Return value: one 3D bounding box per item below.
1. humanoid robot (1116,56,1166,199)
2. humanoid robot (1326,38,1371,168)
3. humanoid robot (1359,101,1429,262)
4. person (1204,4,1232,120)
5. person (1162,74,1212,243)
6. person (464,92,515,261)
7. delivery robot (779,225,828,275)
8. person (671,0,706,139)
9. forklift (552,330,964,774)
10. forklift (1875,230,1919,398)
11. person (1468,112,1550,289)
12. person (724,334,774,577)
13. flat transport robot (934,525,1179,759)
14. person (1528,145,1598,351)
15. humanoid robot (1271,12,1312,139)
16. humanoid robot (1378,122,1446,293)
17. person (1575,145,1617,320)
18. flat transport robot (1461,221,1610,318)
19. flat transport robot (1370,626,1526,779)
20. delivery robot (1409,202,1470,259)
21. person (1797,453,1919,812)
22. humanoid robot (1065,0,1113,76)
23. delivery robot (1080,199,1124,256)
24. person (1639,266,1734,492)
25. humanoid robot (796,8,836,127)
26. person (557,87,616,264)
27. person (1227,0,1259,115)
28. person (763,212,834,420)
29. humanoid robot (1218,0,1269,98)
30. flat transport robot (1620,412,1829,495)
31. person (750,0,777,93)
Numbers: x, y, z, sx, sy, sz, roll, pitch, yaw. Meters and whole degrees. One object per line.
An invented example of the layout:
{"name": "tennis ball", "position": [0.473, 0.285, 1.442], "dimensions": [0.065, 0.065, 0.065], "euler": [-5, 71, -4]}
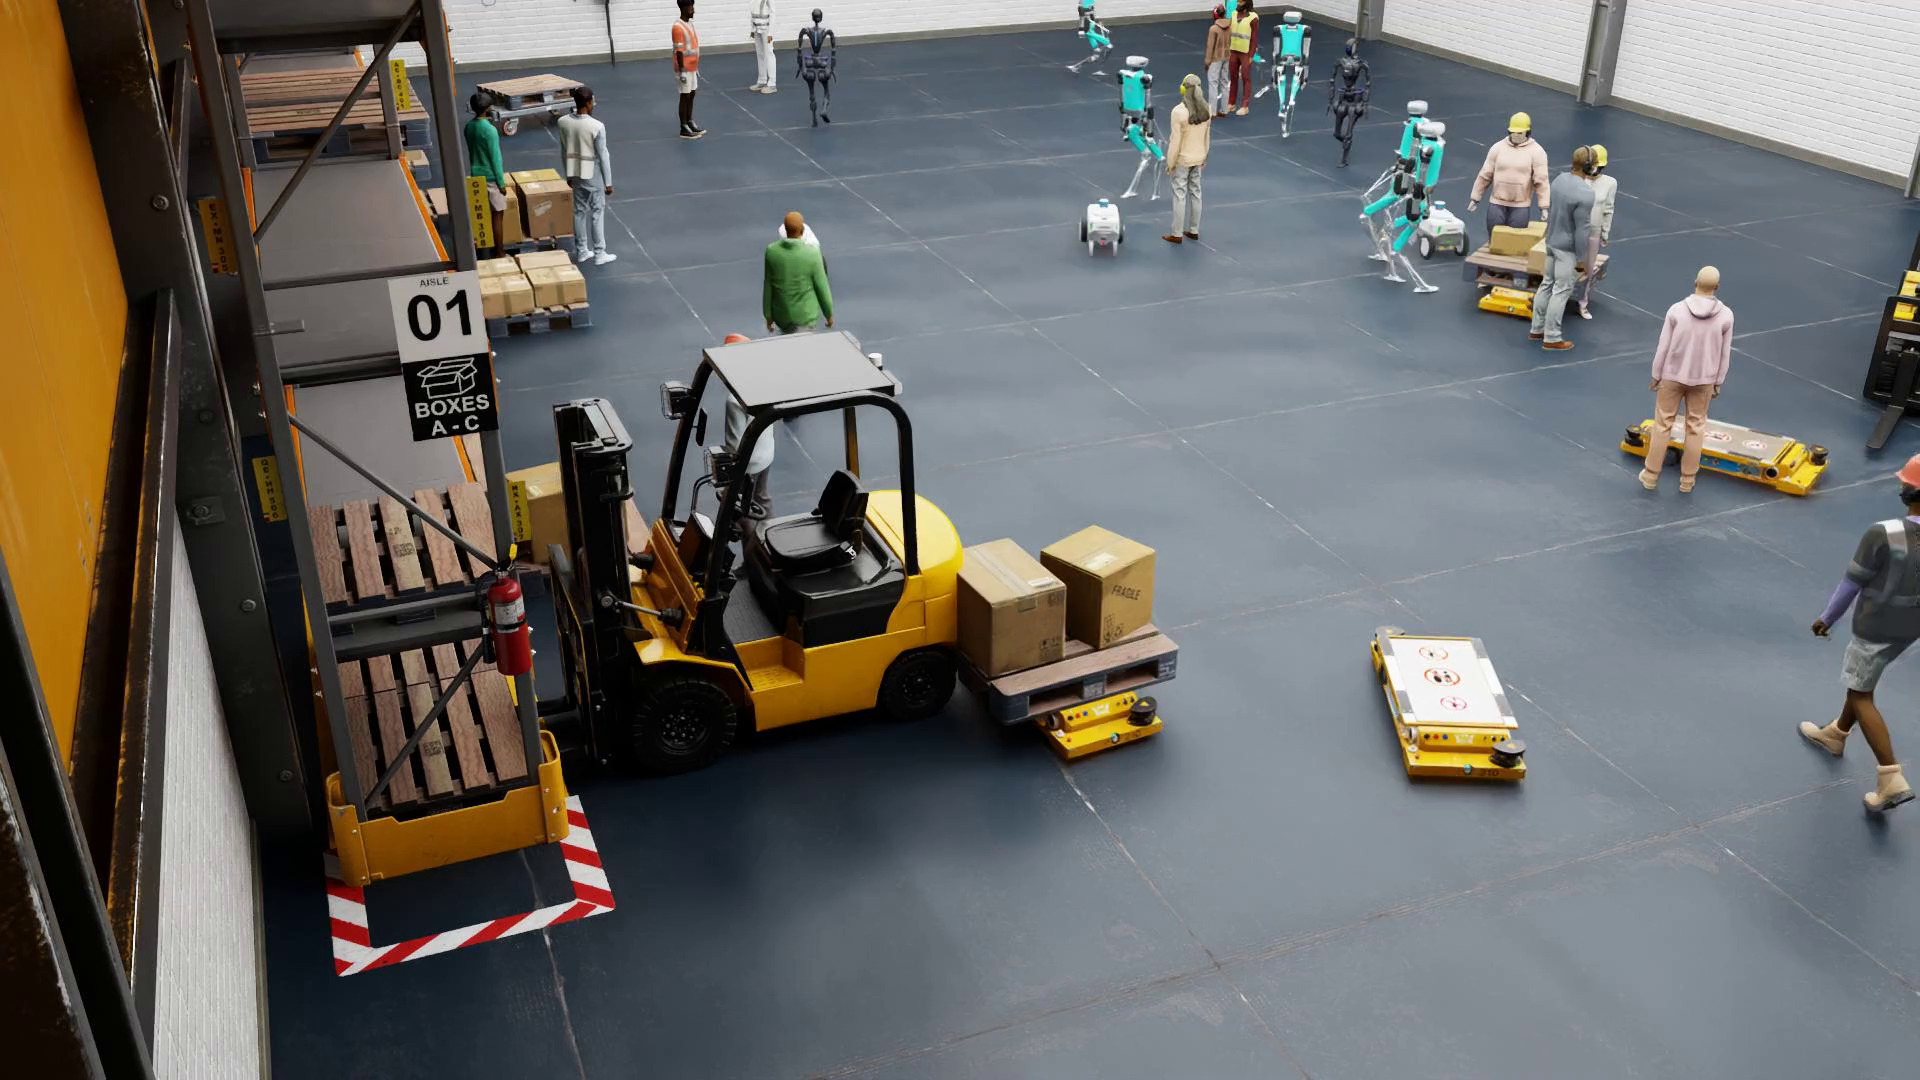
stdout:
{"name": "humanoid robot", "position": [2.294, -5.051, 20.404], "dimensions": [0.776, 1.782, 0.530], "euler": [-21, 34, -36]}
{"name": "humanoid robot", "position": [5.172, -5.791, 21.961], "dimensions": [0.612, 1.640, 0.637], "euler": [18, 32, 32]}
{"name": "humanoid robot", "position": [4.616, -3.861, 18.030], "dimensions": [0.732, 1.778, 0.548], "euler": [3, 27, 6]}
{"name": "person", "position": [3.788, -7.007, 24.396], "dimensions": [0.462, 1.647, 0.308], "euler": [-20, 33, -34]}
{"name": "person", "position": [2.569, -4.276, 18.706], "dimensions": [0.565, 1.876, 0.405], "euler": [-16, 31, -29]}
{"name": "person", "position": [-5.110, -3.893, 17.981], "dimensions": [0.496, 1.843, 0.404], "euler": [21, 33, 35]}
{"name": "delivery robot", "position": [-1.729, -3.148, 17.924], "dimensions": [0.499, 0.589, 0.785], "euler": [-7, 28, -13]}
{"name": "person", "position": [-3.823, -6.636, 23.316], "dimensions": [0.369, 1.958, 0.596], "euler": [6, 27, 11]}
{"name": "forklift", "position": [-1.094, 0.010, 9.831], "dimensions": [2.313, 2.155, 1.214], "euler": [-10, 28, -20]}
{"name": "forklift", "position": [9.029, -2.397, 14.618], "dimensions": [1.214, 2.155, 2.313], "euler": [18, 32, 32]}
{"name": "person", "position": [5.680, -3.487, 17.161], "dimensions": [0.811, 1.855, 0.436], "euler": [15, 30, 27]}
{"name": "person", "position": [-1.475, -0.589, 11.524], "dimensions": [0.350, 1.737, 0.572], "euler": [9, 28, 17]}
{"name": "flat transport robot", "position": [0.577, 0.856, 10.284], "dimensions": [0.659, 0.231, 1.431], "euler": [-13, 29, -24]}
{"name": "person", "position": [5.666, -2.725, 15.564], "dimensions": [0.366, 1.931, 0.629], "euler": [-4, 27, -9]}
{"name": "humanoid robot", "position": [4.547, -6.394, 23.109], "dimensions": [0.551, 1.743, 1.047], "euler": [7, 28, 14]}
{"name": "humanoid robot", "position": [4.623, -3.438, 17.223], "dimensions": [0.849, 1.799, 0.551], "euler": [14, 30, 26]}
{"name": "person", "position": [6.109, -3.004, 16.312], "dimensions": [0.517, 1.759, 0.352], "euler": [-1, 27, -2]}
{"name": "flat transport robot", "position": [5.908, -2.604, 17.167], "dimensions": [0.659, 0.231, 1.431], "euler": [17, 31, 30]}
{"name": "flat transport robot", "position": [2.930, 0.965, 10.068], "dimensions": [0.659, 0.231, 1.431], "euler": [2, 27, 3]}
{"name": "delivery robot", "position": [5.334, -3.456, 18.564], "dimensions": [0.499, 0.613, 0.803], "euler": [-5, 27, -10]}
{"name": "person", "position": [5.126, 0.486, 9.091], "dimensions": [0.600, 2.012, 0.943], "euler": [-6, 27, -12]}
{"name": "humanoid robot", "position": [2.191, -8.316, 26.911], "dimensions": [1.011, 1.741, 0.562], "euler": [12, 29, 22]}
{"name": "delivery robot", "position": [1.607, -3.535, 18.704], "dimensions": [0.499, 0.598, 0.779], "euler": [1, 27, 2]}
{"name": "person", "position": [5.562, -1.215, 12.717], "dimensions": [0.535, 1.781, 0.400], "euler": [7, 28, 14]}
{"name": "humanoid robot", "position": [-2.081, -6.796, 23.941], "dimensions": [0.594, 1.650, 0.378], "euler": [0, 27, 1]}
{"name": "person", "position": [-4.028, -3.925, 17.977], "dimensions": [0.596, 1.907, 0.410], "euler": [11, 29, 21]}
{"name": "person", "position": [4.184, -7.227, 24.689], "dimensions": [0.476, 1.769, 0.358], "euler": [23, 35, 38]}
{"name": "person", "position": [-1.370, -1.959, 14.259], "dimensions": [0.572, 1.733, 0.963], "euler": [8, 28, 16]}
{"name": "humanoid robot", "position": [4.467, -7.665, 25.673], "dimensions": [1.029, 1.785, 0.542], "euler": [-10, 28, -18]}
{"name": "flat transport robot", "position": [6.164, -0.724, 13.427], "dimensions": [1.431, 0.231, 0.659], "euler": [20, 33, 34]}
{"name": "person", "position": [-3.102, -7.985, 26.076], "dimensions": [0.356, 1.882, 0.573], "euler": [-20, 33, -35]}
